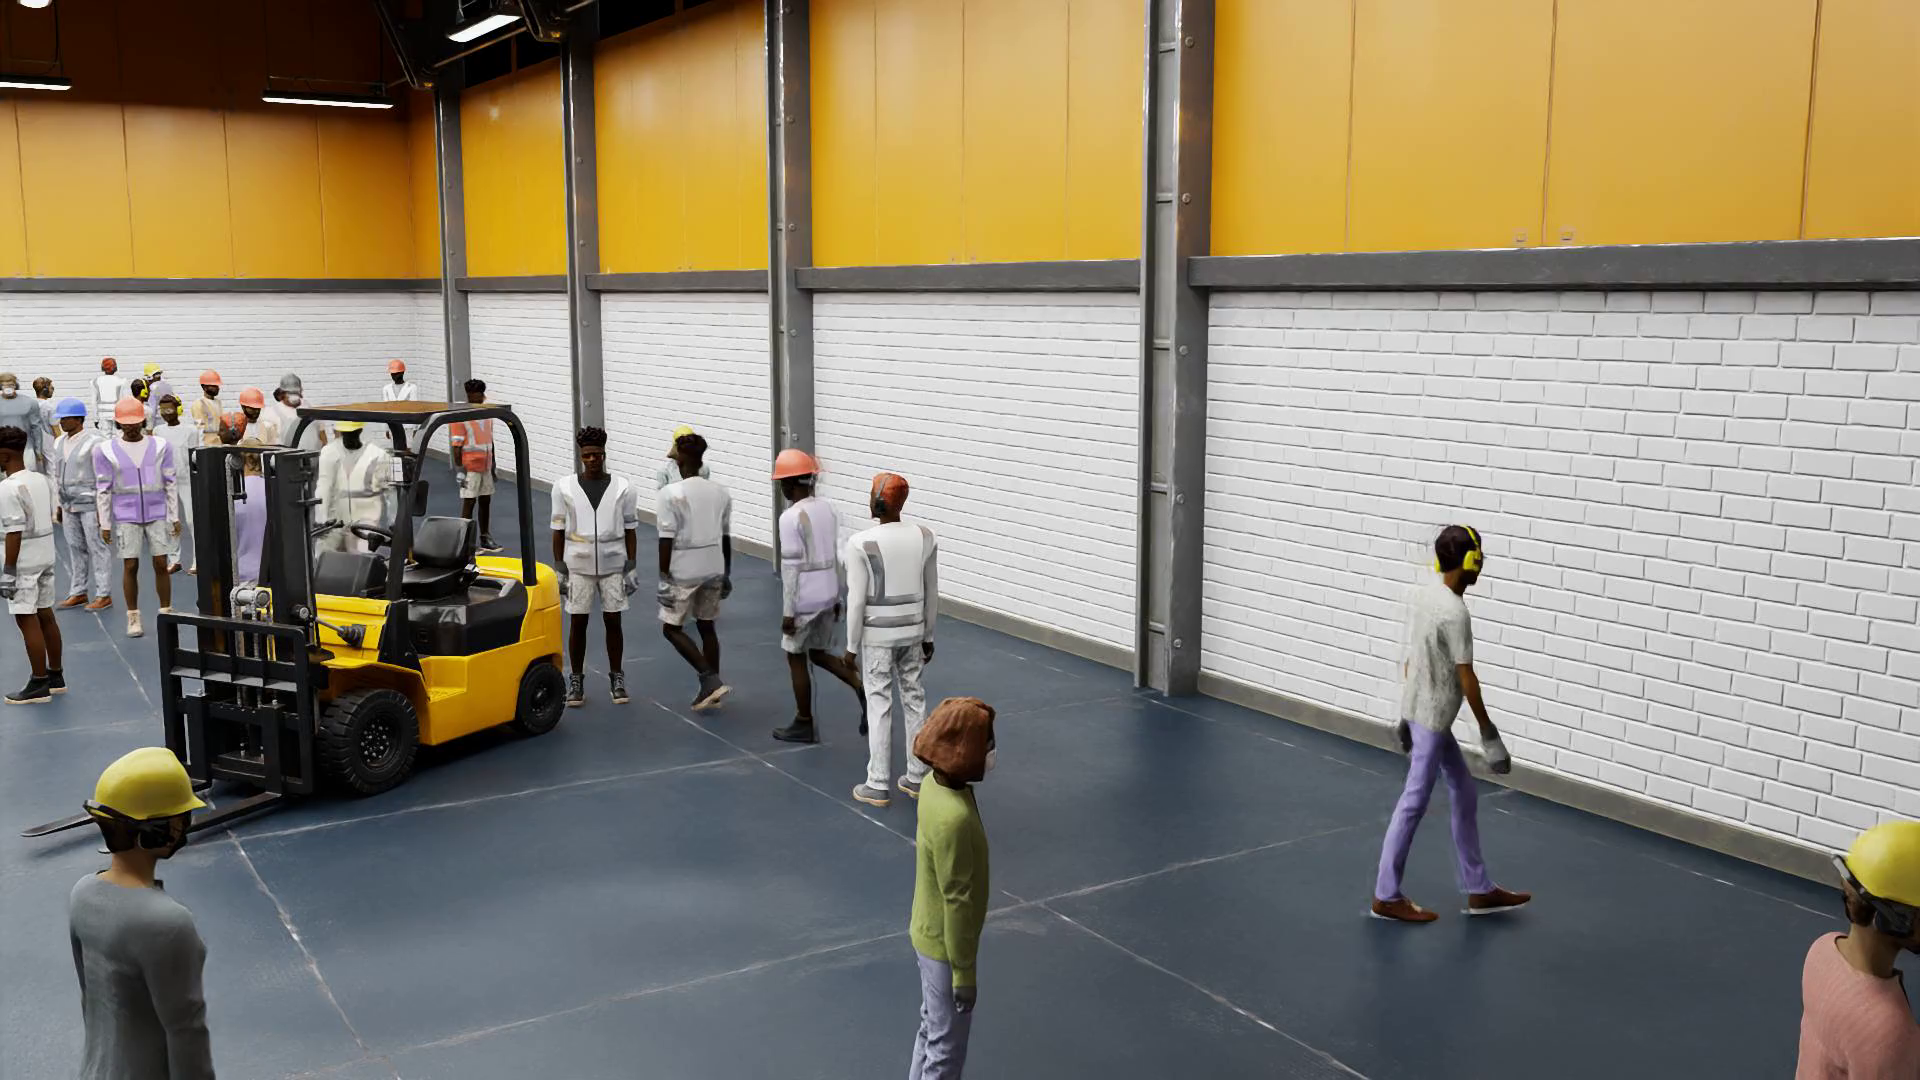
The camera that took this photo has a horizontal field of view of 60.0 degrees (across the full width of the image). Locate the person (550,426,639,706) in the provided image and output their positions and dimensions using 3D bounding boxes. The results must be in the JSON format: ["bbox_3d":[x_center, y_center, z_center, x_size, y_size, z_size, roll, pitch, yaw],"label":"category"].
[{"bbox_3d":[-2.549,0.180,11.642,0.602,1.966,0.368,-2,9,-15],"label":"person"}]

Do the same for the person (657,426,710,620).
[{"bbox_3d":[-2.382,-0.126,14.451,0.493,1.742,0.322,-5,10,-30],"label":"person"}]

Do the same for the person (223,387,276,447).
[{"bbox_3d":[-7.235,-0.600,17.036,0.390,1.925,0.550,8,11,42],"label":"person"}]

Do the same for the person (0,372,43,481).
[{"bbox_3d":[-11.531,-1.080,20.275,0.634,1.930,0.384,-5,10,-32],"label":"person"}]

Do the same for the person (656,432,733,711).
[{"bbox_3d":[-1.792,0.230,11.416,0.549,1.932,0.644,8,11,42],"label":"person"}]

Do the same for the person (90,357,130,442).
[{"bbox_3d":[-13.218,-1.901,25.946,0.576,1.882,0.362,-1,9,-10],"label":"person"}]

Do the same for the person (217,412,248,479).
[{"bbox_3d":[-6.104,-0.146,14.116,0.345,1.882,0.584,-4,9,-27],"label":"person"}]

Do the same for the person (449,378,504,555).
[{"bbox_3d":[-5.340,-0.805,18.349,0.388,1.951,0.611,4,9,26],"label":"person"}]

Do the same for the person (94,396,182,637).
[{"bbox_3d":[-6.873,-0.192,13.944,0.619,2.029,0.410,-6,10,-34],"label":"person"}]

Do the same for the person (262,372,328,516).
[{"bbox_3d":[-7.481,-0.910,18.735,0.678,2.000,0.923,-8,12,-44],"label":"person"}]

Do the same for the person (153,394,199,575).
[{"bbox_3d":[-8.001,-0.564,17.019,0.506,1.864,0.332,1,8,6],"label":"person"}]

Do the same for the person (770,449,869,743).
[{"bbox_3d":[-0.869,0.375,10.539,0.713,1.905,0.557,4,9,26],"label":"person"}]

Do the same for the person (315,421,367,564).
[{"bbox_3d":[-5.370,-0.201,14.561,0.583,1.871,0.694,3,9,18],"label":"person"}]

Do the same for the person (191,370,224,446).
[{"bbox_3d":[-9.261,-1.140,20.639,0.373,1.934,0.551,1,8,4],"label":"person"}]

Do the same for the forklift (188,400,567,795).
[{"bbox_3d":[-3.529,0.258,10.348,1.214,2.155,2.313,4,9,25],"label":"forklift"}]

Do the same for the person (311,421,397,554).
[{"bbox_3d":[-5.250,-0.192,14.392,0.616,1.896,0.769,1,8,6],"label":"person"}]

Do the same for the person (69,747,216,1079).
[{"bbox_3d":[-2.023,1.391,4.195,0.528,1.761,0.339,7,11,39],"label":"person"}]

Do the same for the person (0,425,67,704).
[{"bbox_3d":[-6.587,0.169,11.717,0.363,1.962,0.612,-1,8,-5],"label":"person"}]

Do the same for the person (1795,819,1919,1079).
[{"bbox_3d":[1.991,1.466,3.681,0.344,1.758,0.532,2,9,14],"label":"person"}]

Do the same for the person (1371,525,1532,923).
[{"bbox_3d":[2.288,0.855,7.537,0.849,1.828,0.566,1,8,5],"label":"person"}]

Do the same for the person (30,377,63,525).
[{"bbox_3d":[-11.362,-1.106,20.718,0.507,1.846,0.345,3,9,21],"label":"person"}]

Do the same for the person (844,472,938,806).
[{"bbox_3d":[-0.388,0.556,9.383,0.578,1.884,0.353,-5,10,-32],"label":"person"}]

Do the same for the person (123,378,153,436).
[{"bbox_3d":[-9.874,-1.016,20.079,0.523,1.858,0.337,4,9,25],"label":"person"}]

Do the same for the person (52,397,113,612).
[{"bbox_3d":[-7.956,-0.319,15.061,0.605,1.949,0.402,3,9,22],"label":"person"}]

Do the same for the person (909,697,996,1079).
[{"bbox_3d":[-0.018,1.293,5.258,0.276,1.631,0.507,-1,9,-7],"label":"person"}]

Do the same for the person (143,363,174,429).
[{"bbox_3d":[-12.250,-1.790,25.401,0.403,1.822,0.588,1,8,4],"label":"person"}]

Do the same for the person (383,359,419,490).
[{"bbox_3d":[-8.146,-1.667,24.238,0.539,1.929,0.387,1,9,9],"label":"person"}]
